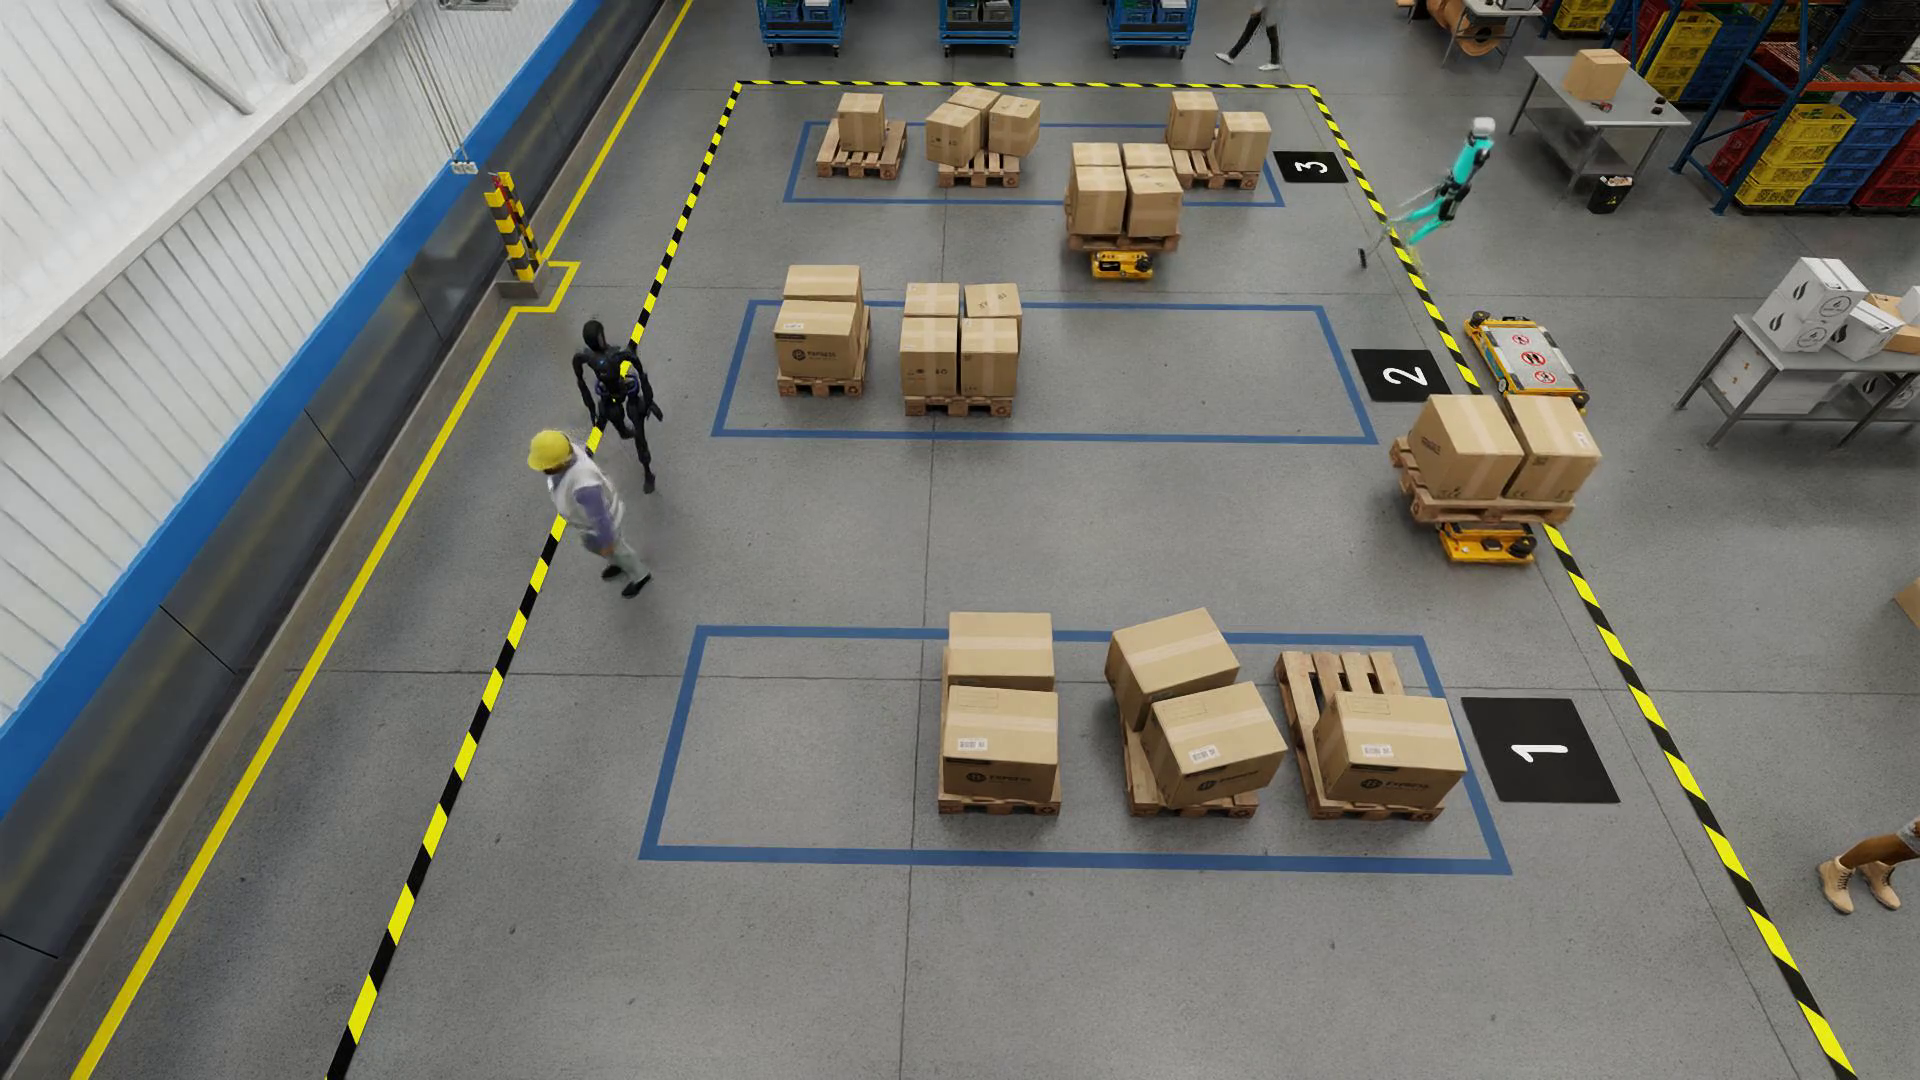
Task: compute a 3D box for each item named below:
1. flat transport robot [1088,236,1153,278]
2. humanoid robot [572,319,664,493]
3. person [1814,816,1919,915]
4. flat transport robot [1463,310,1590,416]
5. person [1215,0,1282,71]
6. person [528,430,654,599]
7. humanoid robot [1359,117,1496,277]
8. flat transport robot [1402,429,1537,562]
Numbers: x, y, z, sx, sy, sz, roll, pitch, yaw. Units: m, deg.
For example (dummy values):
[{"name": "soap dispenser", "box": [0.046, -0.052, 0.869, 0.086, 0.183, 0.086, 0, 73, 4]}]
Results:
[{"name": "flat transport robot", "box": [1.811, -3.503, 10.547, 0.652, 0.197, 1.431, 1, 49, 1]}, {"name": "humanoid robot", "box": [-2.826, -1.204, 7.669, 0.607, 1.630, 0.737, -7, 49, -6]}, {"name": "person", "box": [5.649, 1.542, 5.027, 0.614, 2.039, 0.379, -3, 49, -2]}, {"name": "flat transport robot", "box": [5.573, -1.757, 9.054, 0.659, 0.231, 1.431, 1, 49, 1]}, {"name": "person", "box": [4.351, -7.712, 13.199, 0.988, 1.795, 0.586, 2, 49, 2]}, {"name": "person", "box": [-2.674, -0.169, 6.670, 0.507, 1.802, 0.613, -33, 57, -25]}, {"name": "humanoid robot", "box": [4.841, -3.579, 9.674, 0.955, 1.763, 0.544, 8, 50, 7]}, {"name": "flat transport robot", "box": [4.342, -0.413, 7.873, 0.652, 0.197, 1.431, 1, 49, 1]}]
